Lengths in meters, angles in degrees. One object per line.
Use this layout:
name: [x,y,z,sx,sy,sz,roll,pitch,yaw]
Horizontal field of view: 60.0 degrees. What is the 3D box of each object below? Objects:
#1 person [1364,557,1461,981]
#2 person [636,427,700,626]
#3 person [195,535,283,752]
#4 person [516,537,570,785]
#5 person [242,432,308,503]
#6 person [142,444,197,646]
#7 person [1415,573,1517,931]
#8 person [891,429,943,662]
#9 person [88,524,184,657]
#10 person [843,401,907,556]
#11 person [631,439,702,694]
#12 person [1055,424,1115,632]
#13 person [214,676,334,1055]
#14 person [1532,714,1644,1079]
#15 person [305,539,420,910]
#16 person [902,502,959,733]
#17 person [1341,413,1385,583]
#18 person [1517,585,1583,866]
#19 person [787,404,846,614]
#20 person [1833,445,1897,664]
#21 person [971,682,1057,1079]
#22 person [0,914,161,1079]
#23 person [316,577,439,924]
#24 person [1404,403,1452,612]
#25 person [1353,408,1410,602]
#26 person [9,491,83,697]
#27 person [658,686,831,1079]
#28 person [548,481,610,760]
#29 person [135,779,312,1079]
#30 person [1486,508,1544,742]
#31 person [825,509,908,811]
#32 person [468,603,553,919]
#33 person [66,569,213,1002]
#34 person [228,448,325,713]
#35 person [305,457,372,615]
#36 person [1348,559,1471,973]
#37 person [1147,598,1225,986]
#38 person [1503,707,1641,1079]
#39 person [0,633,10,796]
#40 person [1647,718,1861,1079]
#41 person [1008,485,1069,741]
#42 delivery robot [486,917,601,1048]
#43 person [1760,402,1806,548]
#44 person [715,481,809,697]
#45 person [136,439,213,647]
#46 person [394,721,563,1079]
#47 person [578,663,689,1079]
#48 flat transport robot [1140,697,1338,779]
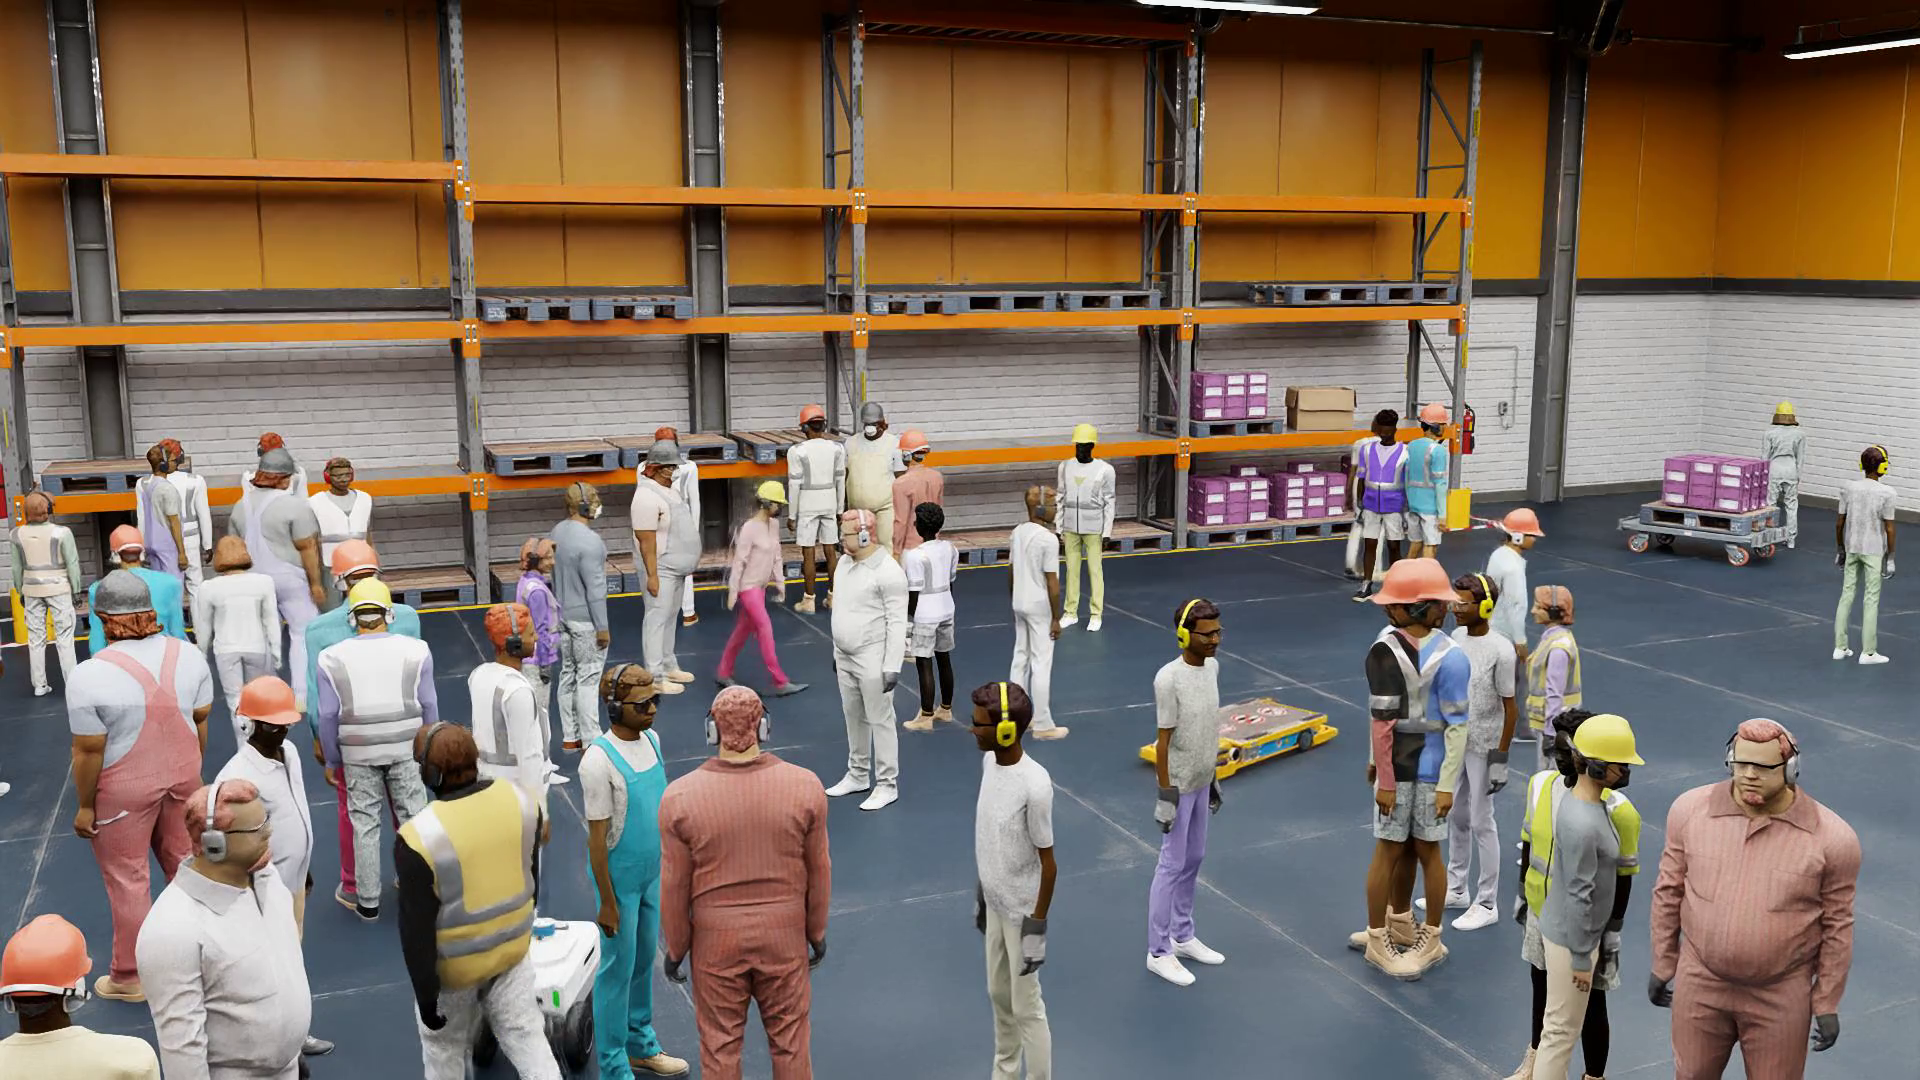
person: [2.207,1.093,8.098,0.365,2.048,0.607,9,13,42]
person: [-2.720,-0.119,15.559,0.574,1.881,0.358,-1,10,-6]
person: [-4.929,0.755,11.339,0.504,1.590,0.830,-7,12,-36]
person: [-2.792,0.794,11.000,0.315,1.637,0.514,-4,11,-22]
person: [-6.186,-0.037,15.086,0.574,1.882,0.356,-8,13,-38]
person: [-6.889,0.087,14.474,0.505,1.846,0.346,7,12,36]
person: [2.652,1.087,8.642,0.312,1.869,0.537,-4,10,-20]
person: [-0.387,0.047,14.275,0.382,1.995,0.612,7,12,35]
person: [-5.387,0.760,10.905,0.575,1.737,0.364,-6,12,-33]
person: [-0.885,-0.390,16.662,0.683,2.000,0.535,3,10,18]
person: [-2.333,0.195,13.291,0.535,2.000,0.686,1,10,7]
person: [1.145,-0.119,15.416,0.588,1.930,0.364,5,11,28]
person: [-2.891,1.424,7.039,0.330,1.748,0.575,0,10,2]
person: [2.414,1.529,6.428,0.338,1.761,0.525,4,11,22]
person: [-3.182,0.981,8.932,0.617,1.987,0.410,-6,12,-31]
person: [-0.223,0.562,12.170,0.318,1.697,0.535,7,12,35]
person: [4.313,-0.425,17.479,0.575,1.829,0.706,7,12,34]
person: [3.373,1.060,9.483,0.314,1.633,0.528,3,10,17]
person: [-1.407,-0.296,16.141,0.609,2.035,0.386,-6,12,-31]
person: [7.729,0.125,14.188,0.328,1.872,0.514,-6,12,-33]
person: [0.190,1.459,6.519,0.327,1.865,0.514,-4,11,-24]
person: [-2.409,1.862,4.512,0.561,1.752,0.324,-3,10,-17]
person: [-3.031,1.100,8.708,0.591,1.821,0.404,-4,10,-19]
person: [4.572,-0.315,16.223,0.374,2.043,0.612,-3,10,-18]
person: [4.224,-0.333,16.564,0.603,1.959,0.377,6,11,31]
person: [-7.170,0.429,13.085,0.511,1.644,0.308,0,10,-2]
person: [-0.806,1.482,6.283,0.639,1.902,0.402,-2,10,-12]
person: [-2.605,0.557,11.500,0.370,1.940,0.627,-8,13,-38]
person: [-2.218,1.672,5.170,0.410,1.908,0.643,1,10,4]
person: [3.905,0.631,11.687,0.758,1.716,0.589,2,10,12]
person: [-0.618,0.746,10.510,0.404,1.903,0.651,-8,13,-39]
person: [-2.087,1.223,7.820,0.354,1.883,0.573,-8,12,-38]
person: [-3.906,1.138,7.859,0.537,2.000,0.683,5,11,29]
person: [-5.165,0.300,12.685,0.742,2.000,0.536,5,11,25]
person: [-5.069,0.230,13.649,0.391,1.846,0.564,8,13,40]
person: [2.185,1.096,8.111,0.400,2.037,0.610,-4,11,-23]
person: [1.113,1.191,8.047,0.309,1.868,0.534,7,12,37]
person: [2.463,1.506,6.725,0.316,1.696,0.540,-6,12,-31]
person: [-6.381,0.739,10.503,0.587,1.920,0.391,-4,11,-21]
person: [2.751,1.554,5.848,0.651,1.907,0.409,7,12,35]
person: [0.548,0.523,11.976,0.345,1.842,0.505,-7,12,-35]
delivery robot: [-1.838,1.918,7.372,0.477,0.478,0.707,0,10,2]
person: [9.756,-0.776,19.778,0.484,1.735,0.343,1,10,8]
person: [-1.588,0.390,13.096,0.910,1.714,0.549,3,10,18]
person: [-6.861,0.051,14.570,0.585,1.882,0.343,-3,10,-19]
person: [-1.767,1.554,6.180,0.901,1.808,0.653,9,13,41]
person: [-1.351,1.407,6.869,0.345,1.846,0.506,3,10,17]
flat transport robot: [1.974,1.363,11.654,1.431,0.197,0.652,-9,14,-43]
